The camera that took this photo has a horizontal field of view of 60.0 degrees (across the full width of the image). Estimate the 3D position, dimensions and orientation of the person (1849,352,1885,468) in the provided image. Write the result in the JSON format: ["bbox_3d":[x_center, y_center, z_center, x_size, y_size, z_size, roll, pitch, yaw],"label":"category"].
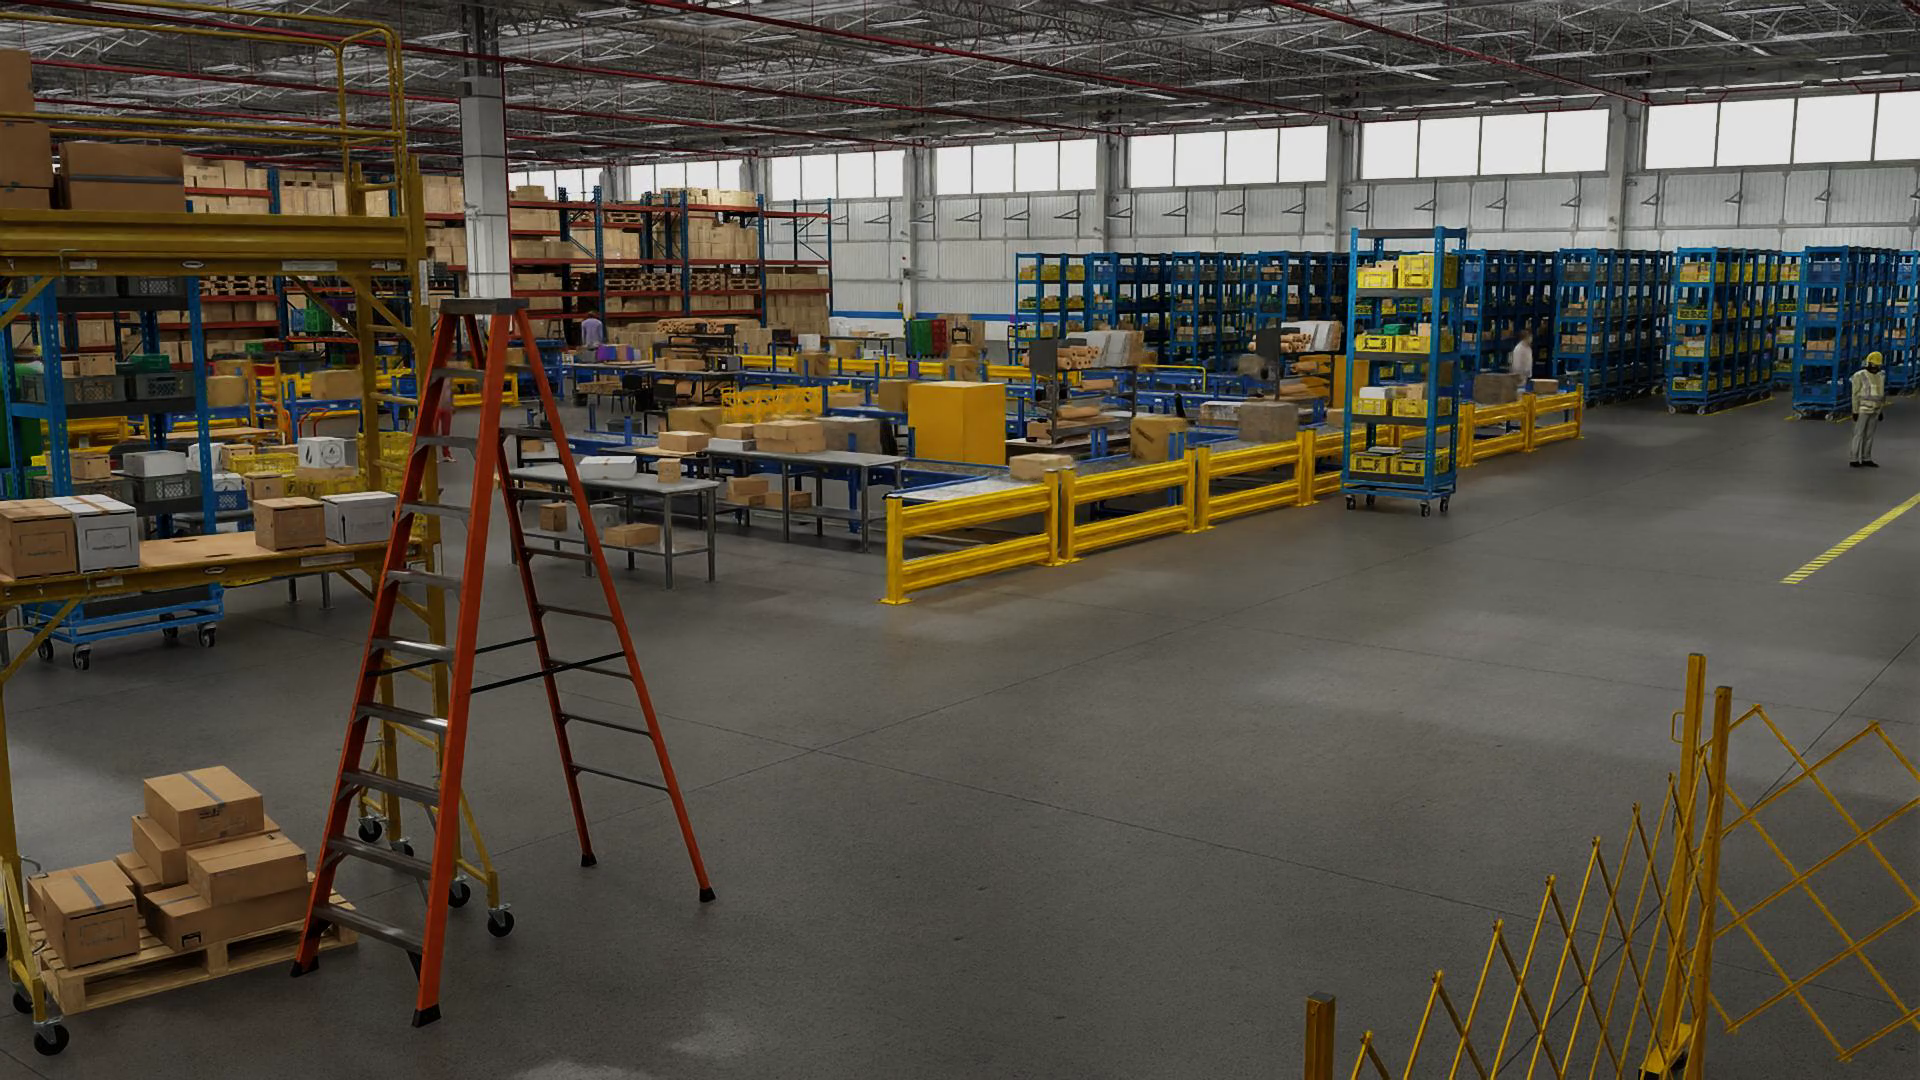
[{"bbox_3d":[14.190,-2.027,25.975,0.588,1.822,0.403,-3,10,-19],"label":"person"}]

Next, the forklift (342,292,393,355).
[{"bbox_3d":[-16.485,-5.622,45.120,1.129,2.768,1.873,7,11,37],"label":"forklift"}]

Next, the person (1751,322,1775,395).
[{"bbox_3d":[19.941,-4.500,41.348,0.570,1.839,0.373,9,13,43],"label":"person"}]

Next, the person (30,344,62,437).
[{"bbox_3d":[-16.193,-2.544,29.283,0.606,1.806,0.856,7,11,37],"label":"person"}]

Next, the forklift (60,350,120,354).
[{"bbox_3d":[-32.353,-8.235,61.427,1.129,2.768,1.873,7,11,37],"label":"forklift"}]

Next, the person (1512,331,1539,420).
[{"bbox_3d":[11.697,-3.456,34.805,0.945,1.863,0.648,7,12,38],"label":"person"}]

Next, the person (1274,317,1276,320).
[{"bbox_3d":[9.814,-6.062,50.723,0.643,1.968,0.628,3,10,17],"label":"person"}]

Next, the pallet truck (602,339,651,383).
[{"bbox_3d":[-8.991,-4.871,45.351,0.653,1.274,1.630,7,11,37],"label":"pallet truck"}]

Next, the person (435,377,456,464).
[{"bbox_3d":[-8.301,-2.101,26.619,0.320,1.765,0.533,7,11,36],"label":"person"}]

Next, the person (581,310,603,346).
[{"bbox_3d":[-11.192,-6.022,50.617,0.627,1.924,0.390,-1,9,-5],"label":"person"}]

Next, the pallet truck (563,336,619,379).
[{"bbox_3d":[-10.690,-5.294,48.215,1.601,1.201,0.680,-5,10,-26],"label":"pallet truck"}]
